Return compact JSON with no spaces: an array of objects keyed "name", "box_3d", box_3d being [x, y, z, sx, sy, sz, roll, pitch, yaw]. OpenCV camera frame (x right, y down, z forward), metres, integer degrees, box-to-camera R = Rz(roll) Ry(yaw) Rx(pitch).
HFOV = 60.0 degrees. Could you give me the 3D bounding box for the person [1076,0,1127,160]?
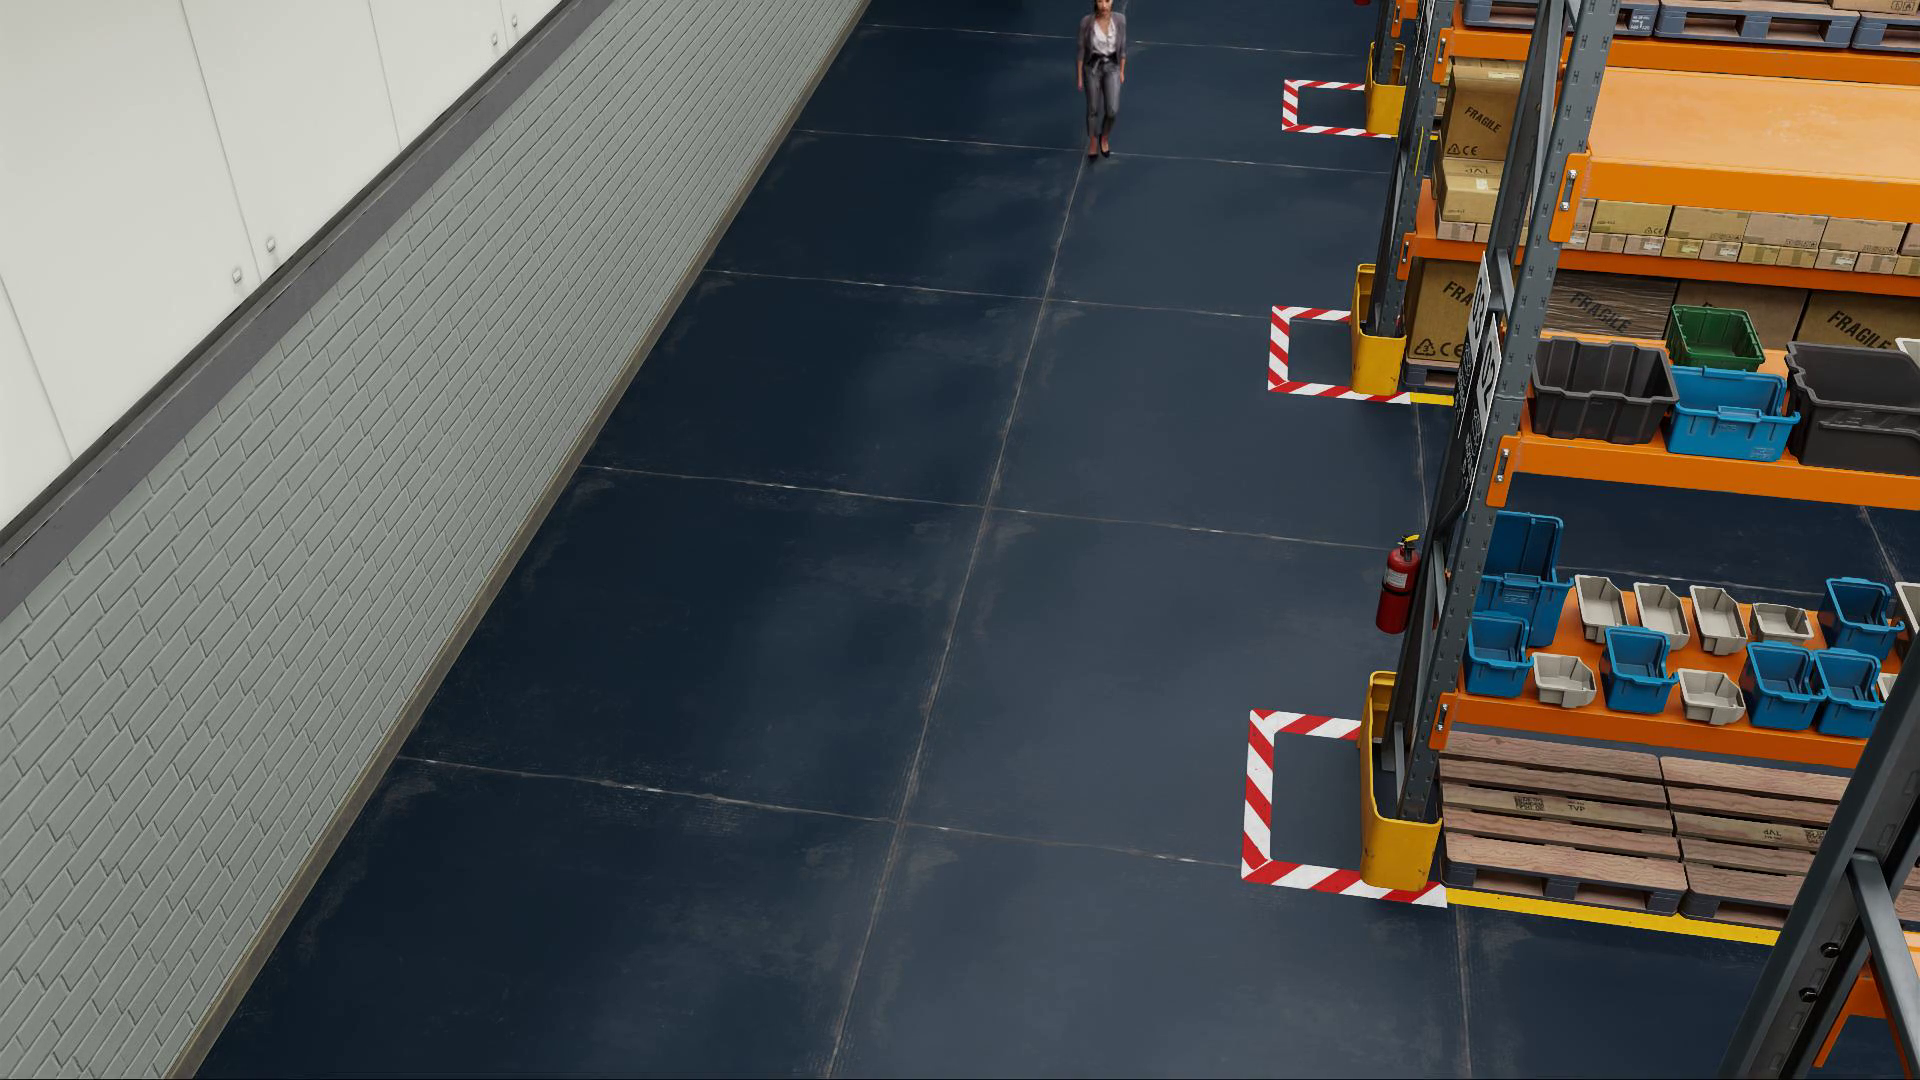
[{"name":"person","box_3d":[1.318,-4.411,15.666,0.615,1.663,0.750,-3,37,-3]}]
